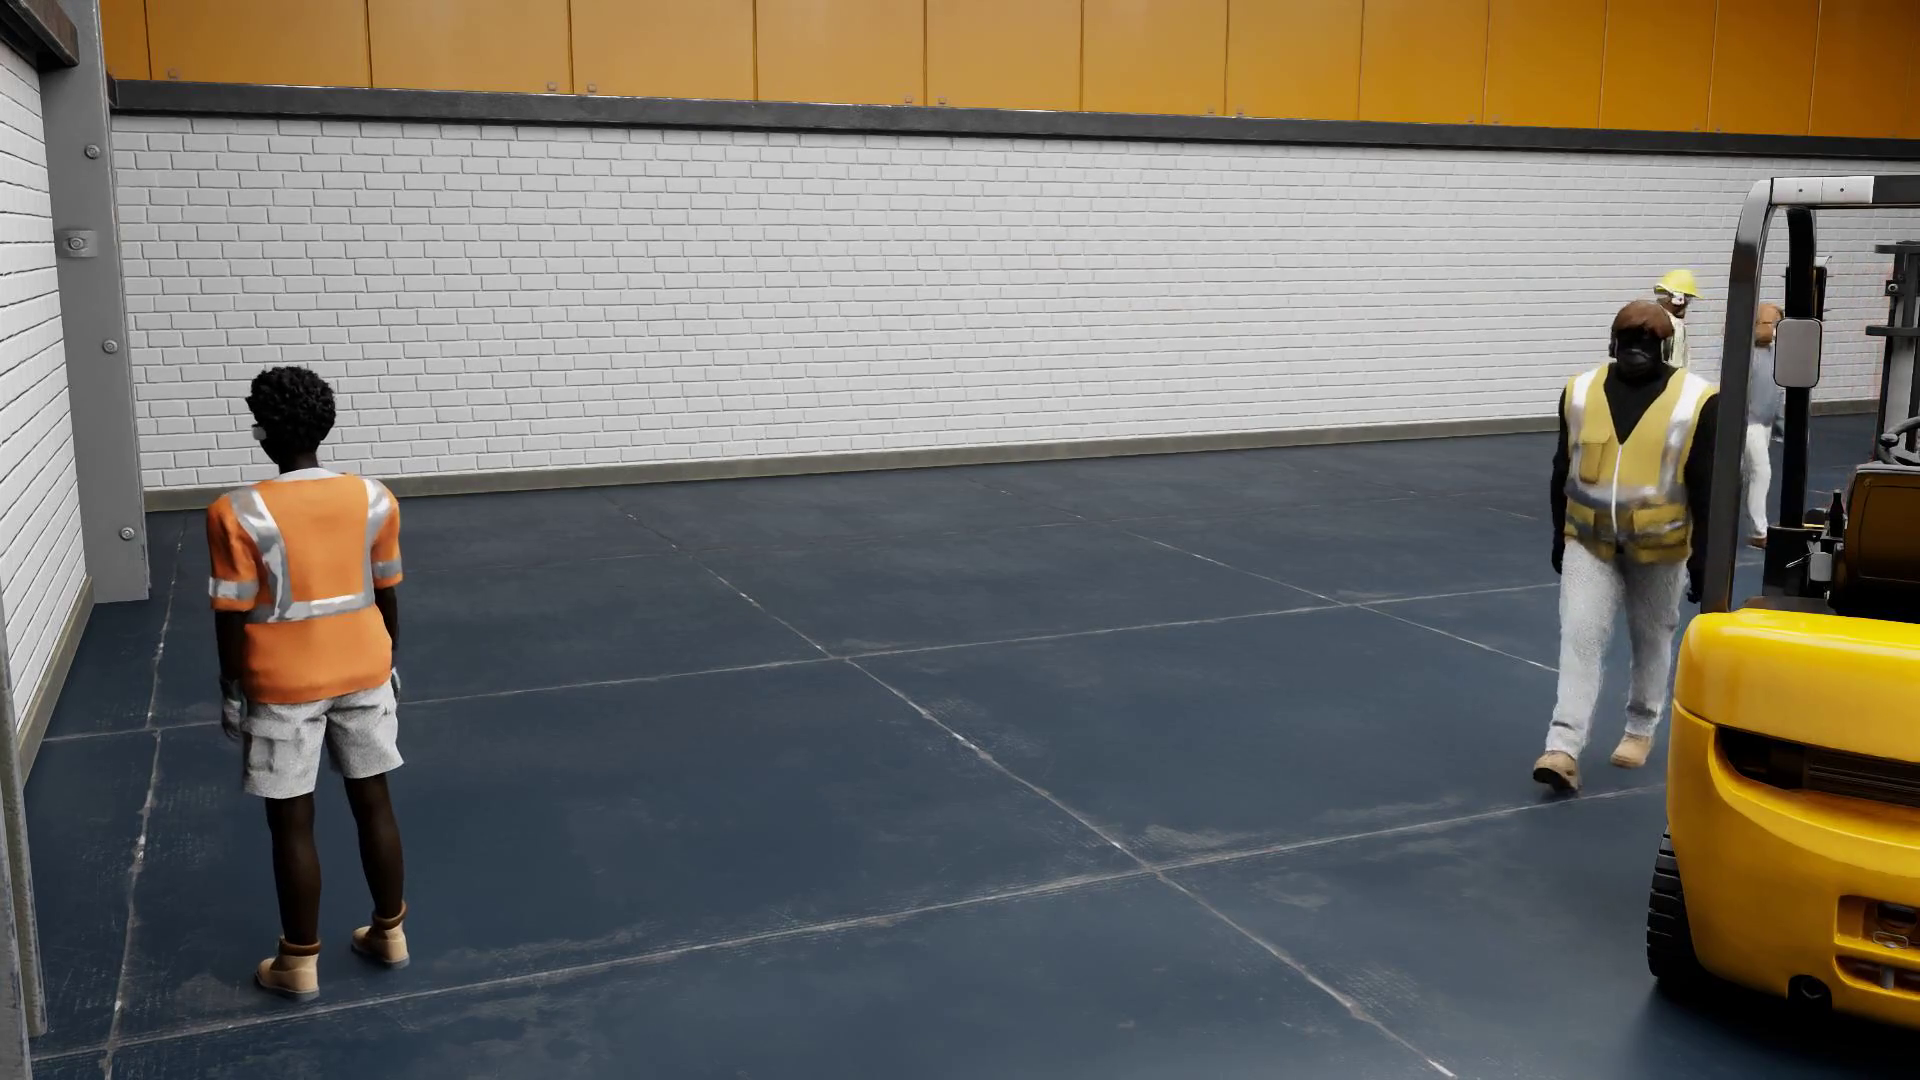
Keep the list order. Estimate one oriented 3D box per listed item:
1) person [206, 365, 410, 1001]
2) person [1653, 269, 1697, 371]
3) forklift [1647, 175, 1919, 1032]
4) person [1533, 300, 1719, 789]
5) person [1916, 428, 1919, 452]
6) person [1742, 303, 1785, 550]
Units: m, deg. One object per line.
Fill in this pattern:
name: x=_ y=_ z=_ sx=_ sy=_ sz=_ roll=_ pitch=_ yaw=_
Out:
person: x=-1.731 y=0.381 z=4.466 sx=0.319 sy=1.693 sz=0.536 roll=9 pitch=13 yaw=40
person: x=4.971 y=-1.010 z=11.834 sx=0.438 sy=1.809 sz=0.624 roll=0 pitch=10 yaw=0
forklift: x=2.810 y=0.094 z=4.662 sx=1.214 sy=2.155 sz=2.313 roll=7 pitch=12 yaw=34
person: x=2.441 y=0.031 z=6.107 sx=0.651 sy=1.790 sz=0.952 roll=7 pitch=13 yaw=35
person: x=5.637 y=-0.648 z=9.647 sx=0.868 sy=1.876 sz=0.637 roll=6 pitch=12 yaw=28
person: x=5.170 y=-0.758 z=10.962 sx=0.499 sy=1.610 sz=0.720 roll=-8 pitch=13 yaw=-38
